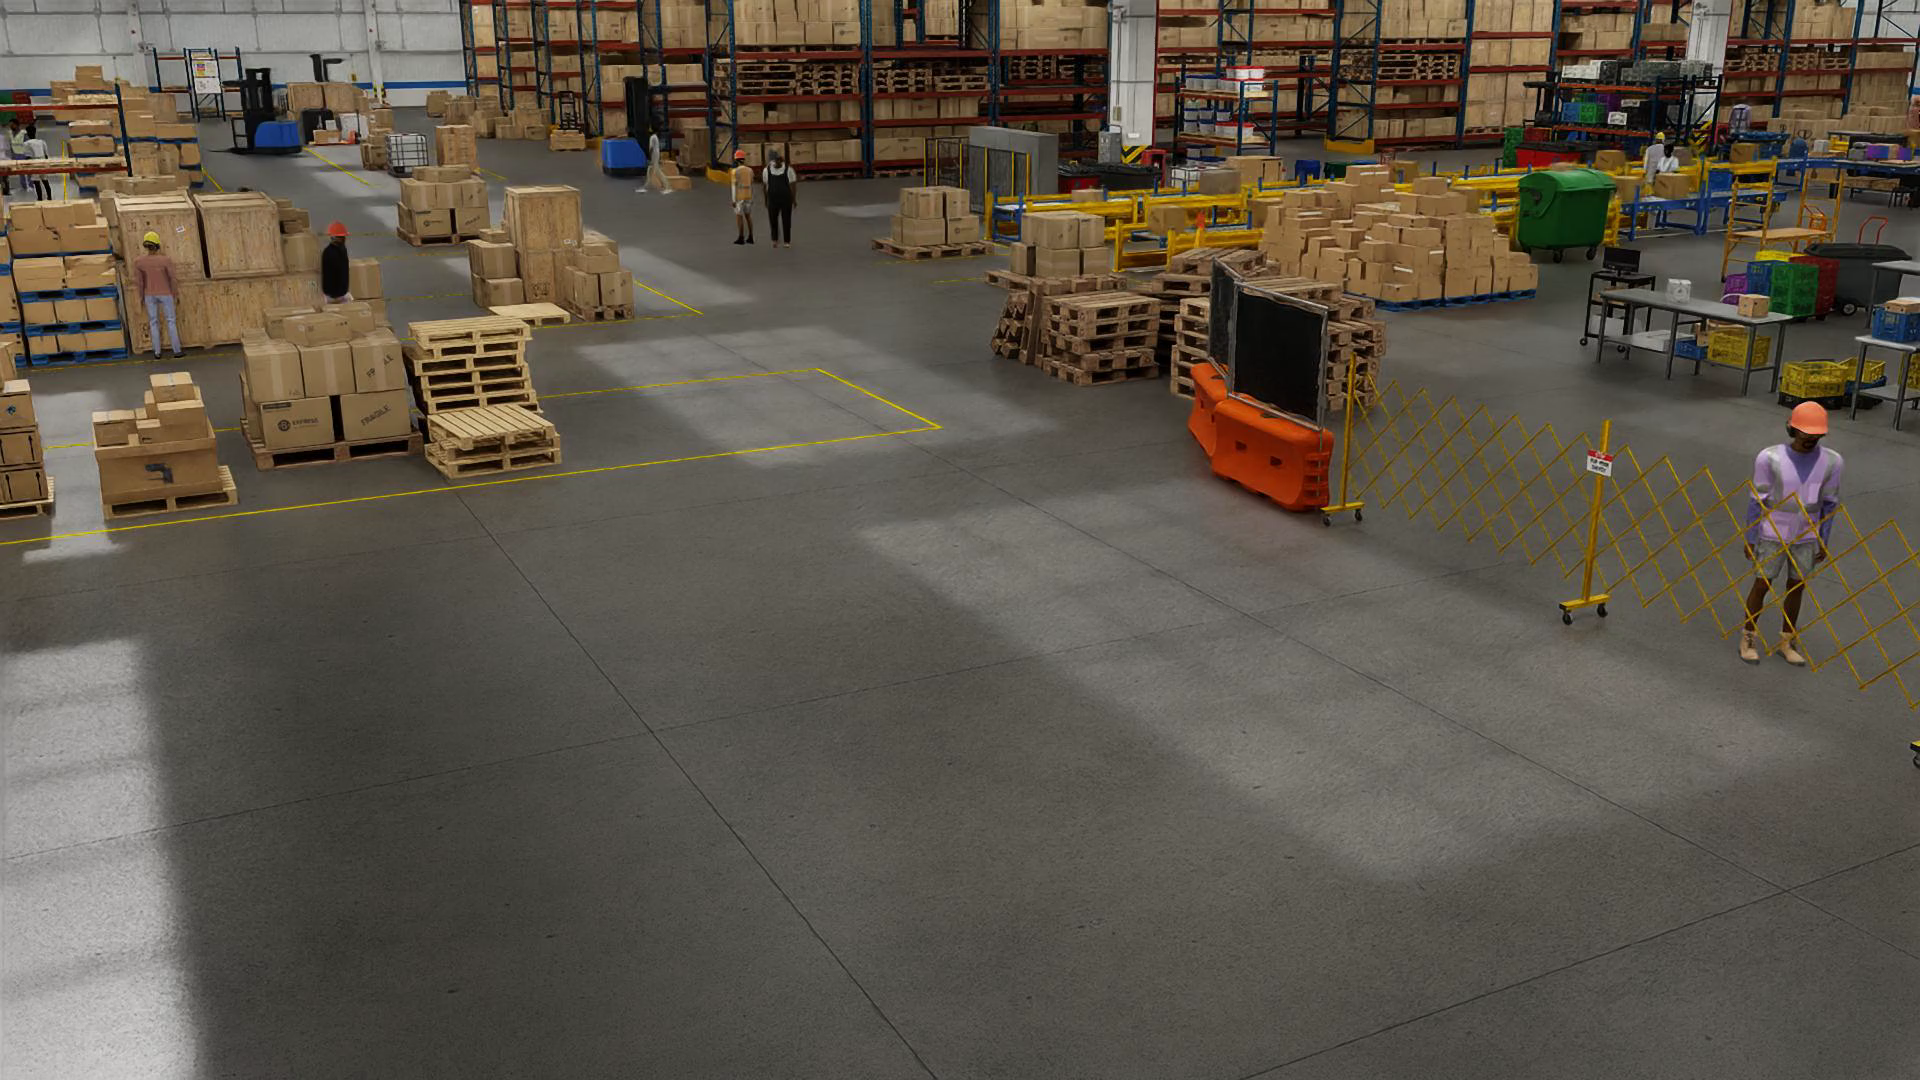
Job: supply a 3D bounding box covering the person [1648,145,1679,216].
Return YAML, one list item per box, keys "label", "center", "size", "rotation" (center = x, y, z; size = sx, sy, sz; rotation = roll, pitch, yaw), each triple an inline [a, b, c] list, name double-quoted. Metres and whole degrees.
- label: "person"
  center: [16.650, -8.503, 39.324]
  size: [0.882, 1.640, 0.547]
  rotation: [-8, 19, -24]

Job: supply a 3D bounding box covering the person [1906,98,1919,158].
- label: "person"
  center: [30.857, -13.265, 53.708]
  size: [0.682, 1.944, 0.702]
  rotation: [-6, 19, -19]

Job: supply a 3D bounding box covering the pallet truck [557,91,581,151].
- label: "pallet truck"
  center: [-13.495, -14.412, 57.188]
  size: [0.823, 1.965, 1.885]
  rotation: [-3, 18, -9]

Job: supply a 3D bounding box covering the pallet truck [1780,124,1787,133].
- label: "pallet truck"
  center: [25.206, -12.542, 52.601]
  size: [1.601, 1.201, 0.680]
  rotation: [0, 18, -2]

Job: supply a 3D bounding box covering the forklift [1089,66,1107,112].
- label: "forklift"
  center: [6.291, -19.064, 70.269]
  size: [1.873, 2.768, 1.129]
  rotation: [-9, 20, -26]

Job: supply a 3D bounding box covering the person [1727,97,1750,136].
- label: "person"
  center: [25.751, -13.671, 55.059]
  size: [0.718, 1.898, 0.362]
  rotation: [2, 18, 5]

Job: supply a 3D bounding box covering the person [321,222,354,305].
- label: "person"
  center: [-8.530, -3.420, 23.000]
  size: [0.973, 1.940, 0.631]
  rotation: [3, 18, 9]

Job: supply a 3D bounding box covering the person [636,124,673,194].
- label: "person"
  center: [-8.077, -10.050, 43.883]
  size: [0.971, 1.823, 0.540]
  rotation: [-1, 18, -4]

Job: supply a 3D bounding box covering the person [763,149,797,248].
- label: "person"
  center: [-3.667, -6.963, 33.894]
  size: [0.695, 2.000, 0.590]
  rotation: [0, 18, 0]

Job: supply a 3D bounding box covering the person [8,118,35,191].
- label: "person"
  center: [-25.132, -10.307, 44.517]
  size: [0.600, 1.916, 0.377]
  rotation: [5, 18, 15]

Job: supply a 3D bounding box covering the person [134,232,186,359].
- label: "person"
  center: [-11.220, -3.421, 23.298]
  size: [0.533, 1.767, 0.327]
  rotation: [-4, 18, -13]

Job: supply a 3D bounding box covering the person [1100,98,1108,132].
- label: "person"
  center: [4.913, -13.929, 55.943]
  size: [0.429, 1.838, 0.621]
  rotation: [14, 22, 37]

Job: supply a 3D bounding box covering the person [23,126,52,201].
- label: "person"
  center: [-22.784, -9.225, 41.067]
  size: [0.361, 1.964, 0.613]
  rotation: [8, 19, 23]

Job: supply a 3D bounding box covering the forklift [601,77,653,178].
- label: "forklift"
  center: [-9.397, -11.970, 48.151]
  size: [1.873, 2.768, 1.129]
  rotation: [-9, 20, -26]

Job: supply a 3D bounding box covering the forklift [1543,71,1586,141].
- label: "forklift"
  center: [18.685, -13.231, 52.085]
  size: [1.873, 2.768, 1.129]
  rotation: [-9, 20, -26]

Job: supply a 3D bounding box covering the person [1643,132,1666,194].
- label: "person"
  center: [17.064, -9.056, 40.761]
  size: [0.591, 1.829, 0.404]
  rotation: [6, 19, 19]

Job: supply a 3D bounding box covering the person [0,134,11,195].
- label: "person"
  center: [-25.185, -9.979, 43.497]
  size: [0.451, 1.916, 0.566]
  rotation: [4, 18, 11]

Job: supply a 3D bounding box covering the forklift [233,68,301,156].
- label: "forklift"
  center: [-23.106, -14.209, 55.131]
  size: [1.873, 2.768, 1.129]
  rotation: [4, 18, 11]

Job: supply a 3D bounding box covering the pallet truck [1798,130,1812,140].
- label: "pallet truck"
  center: [25.526, -11.556, 49.408]
  size: [1.630, 1.274, 0.653]
  rotation: [-9, 20, -26]

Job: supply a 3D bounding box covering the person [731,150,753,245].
- label: "person"
  center: [-4.538, -7.106, 34.556]
  size: [0.413, 1.923, 0.551]
  rotation: [16, 23, 40]

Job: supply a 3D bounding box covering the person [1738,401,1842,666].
- label: "person"
  center: [6.141, -0.037, 12.314]
  size: [0.607, 2.034, 0.396]
  rotation: [3, 18, 8]

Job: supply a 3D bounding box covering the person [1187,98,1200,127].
- label: "person"
  center: [8.892, -16.203, 63.395]
  size: [0.502, 1.609, 0.727]
  rotation: [2, 18, 6]

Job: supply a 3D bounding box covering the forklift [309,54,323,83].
- label: "forklift"
  center: [-27.362, -19.292, 70.980]
  size: [1.873, 2.768, 1.129]
  rotation: [-6, 19, -19]

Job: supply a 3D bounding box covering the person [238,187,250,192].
- label: "person"
  center: [-12.025, -5.085, 28.372]
  size: [0.788, 1.847, 0.514]
  rotation: [9, 20, 25]

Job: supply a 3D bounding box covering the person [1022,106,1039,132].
- label: "person"
  center: [2.258, -13.090, 53.550]
  size: [0.542, 1.695, 0.316]
  rotation: [6, 19, 18]
